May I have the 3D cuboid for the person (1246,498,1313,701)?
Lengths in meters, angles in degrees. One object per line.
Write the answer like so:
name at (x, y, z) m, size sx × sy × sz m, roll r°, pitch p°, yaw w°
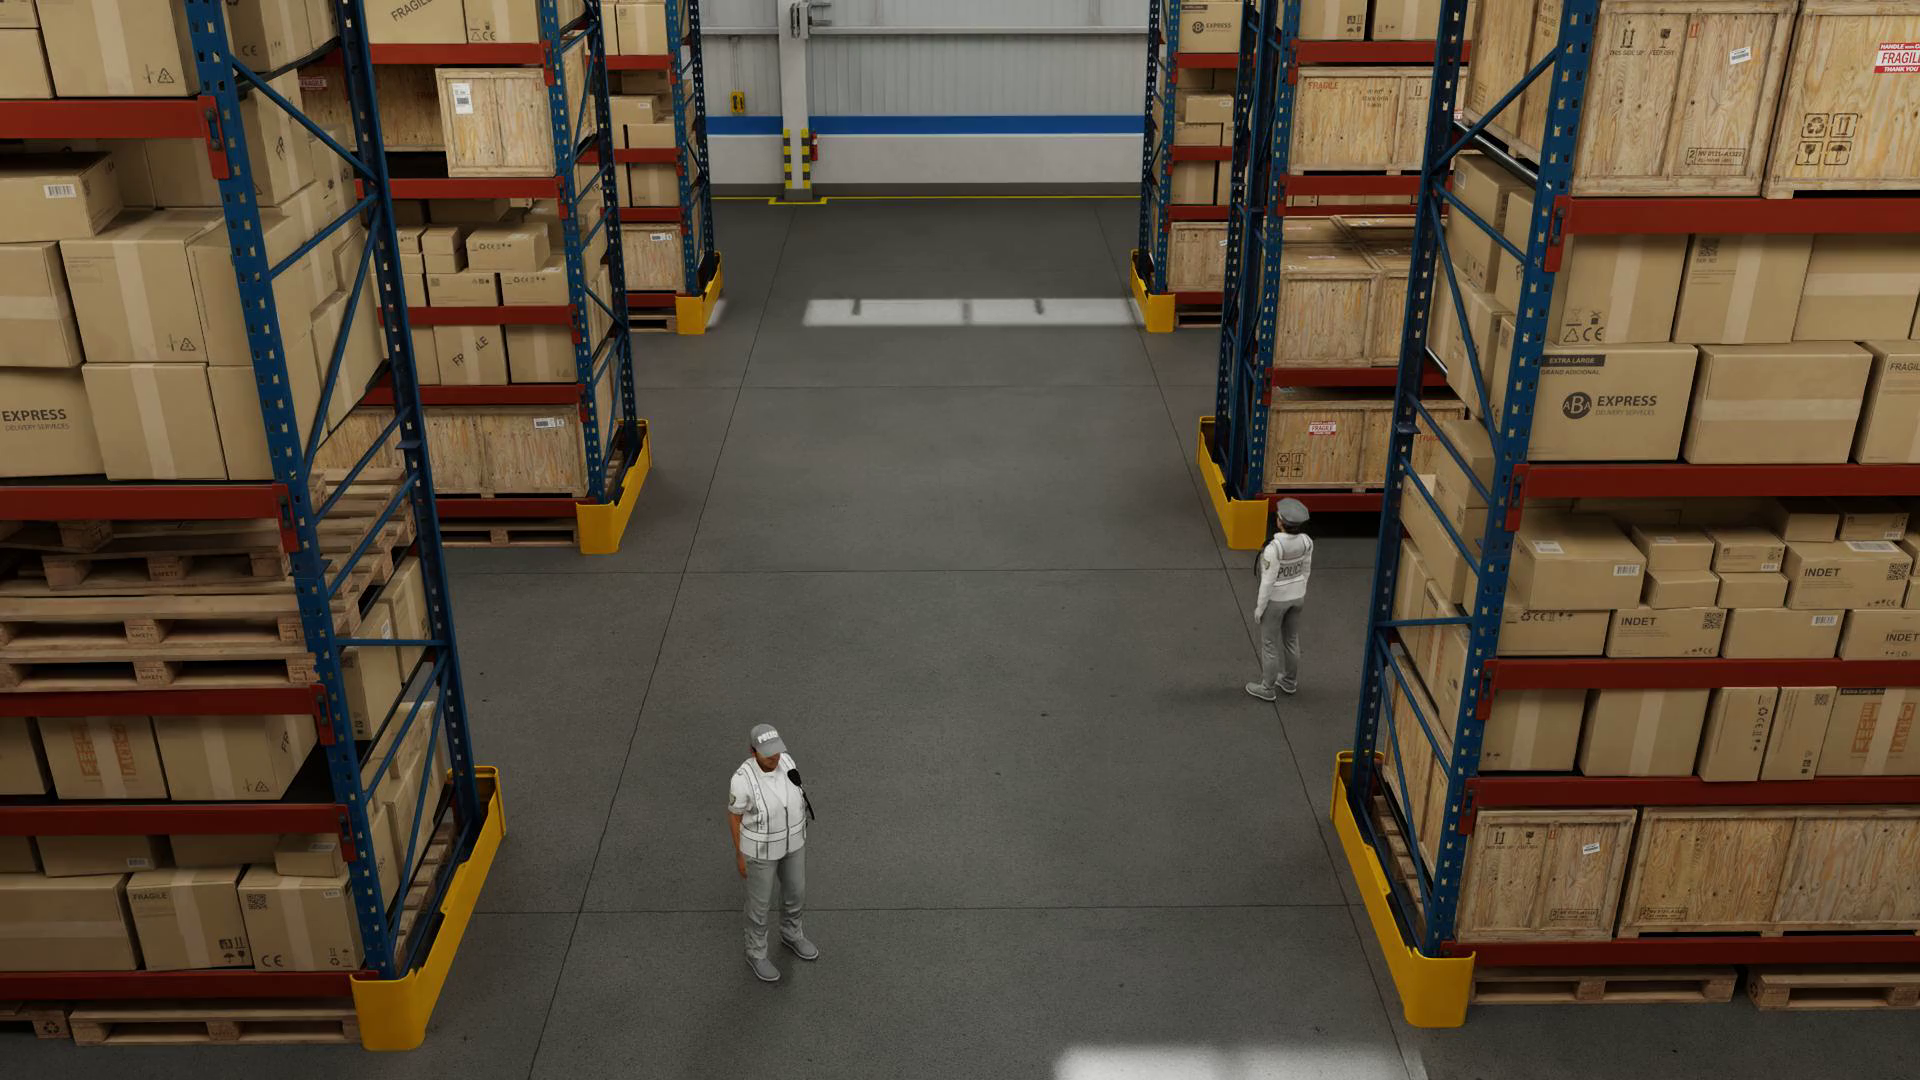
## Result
person at (2.502, 0.463, 12.979) m, size 0.461 × 1.694 × 0.355 m, roll -13°, pitch 28°, yaw -26°

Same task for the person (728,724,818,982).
person at (-1.133, 1.848, 10.045) m, size 0.465 × 1.664 × 0.387 m, roll -20°, pitch 32°, yaw -36°
